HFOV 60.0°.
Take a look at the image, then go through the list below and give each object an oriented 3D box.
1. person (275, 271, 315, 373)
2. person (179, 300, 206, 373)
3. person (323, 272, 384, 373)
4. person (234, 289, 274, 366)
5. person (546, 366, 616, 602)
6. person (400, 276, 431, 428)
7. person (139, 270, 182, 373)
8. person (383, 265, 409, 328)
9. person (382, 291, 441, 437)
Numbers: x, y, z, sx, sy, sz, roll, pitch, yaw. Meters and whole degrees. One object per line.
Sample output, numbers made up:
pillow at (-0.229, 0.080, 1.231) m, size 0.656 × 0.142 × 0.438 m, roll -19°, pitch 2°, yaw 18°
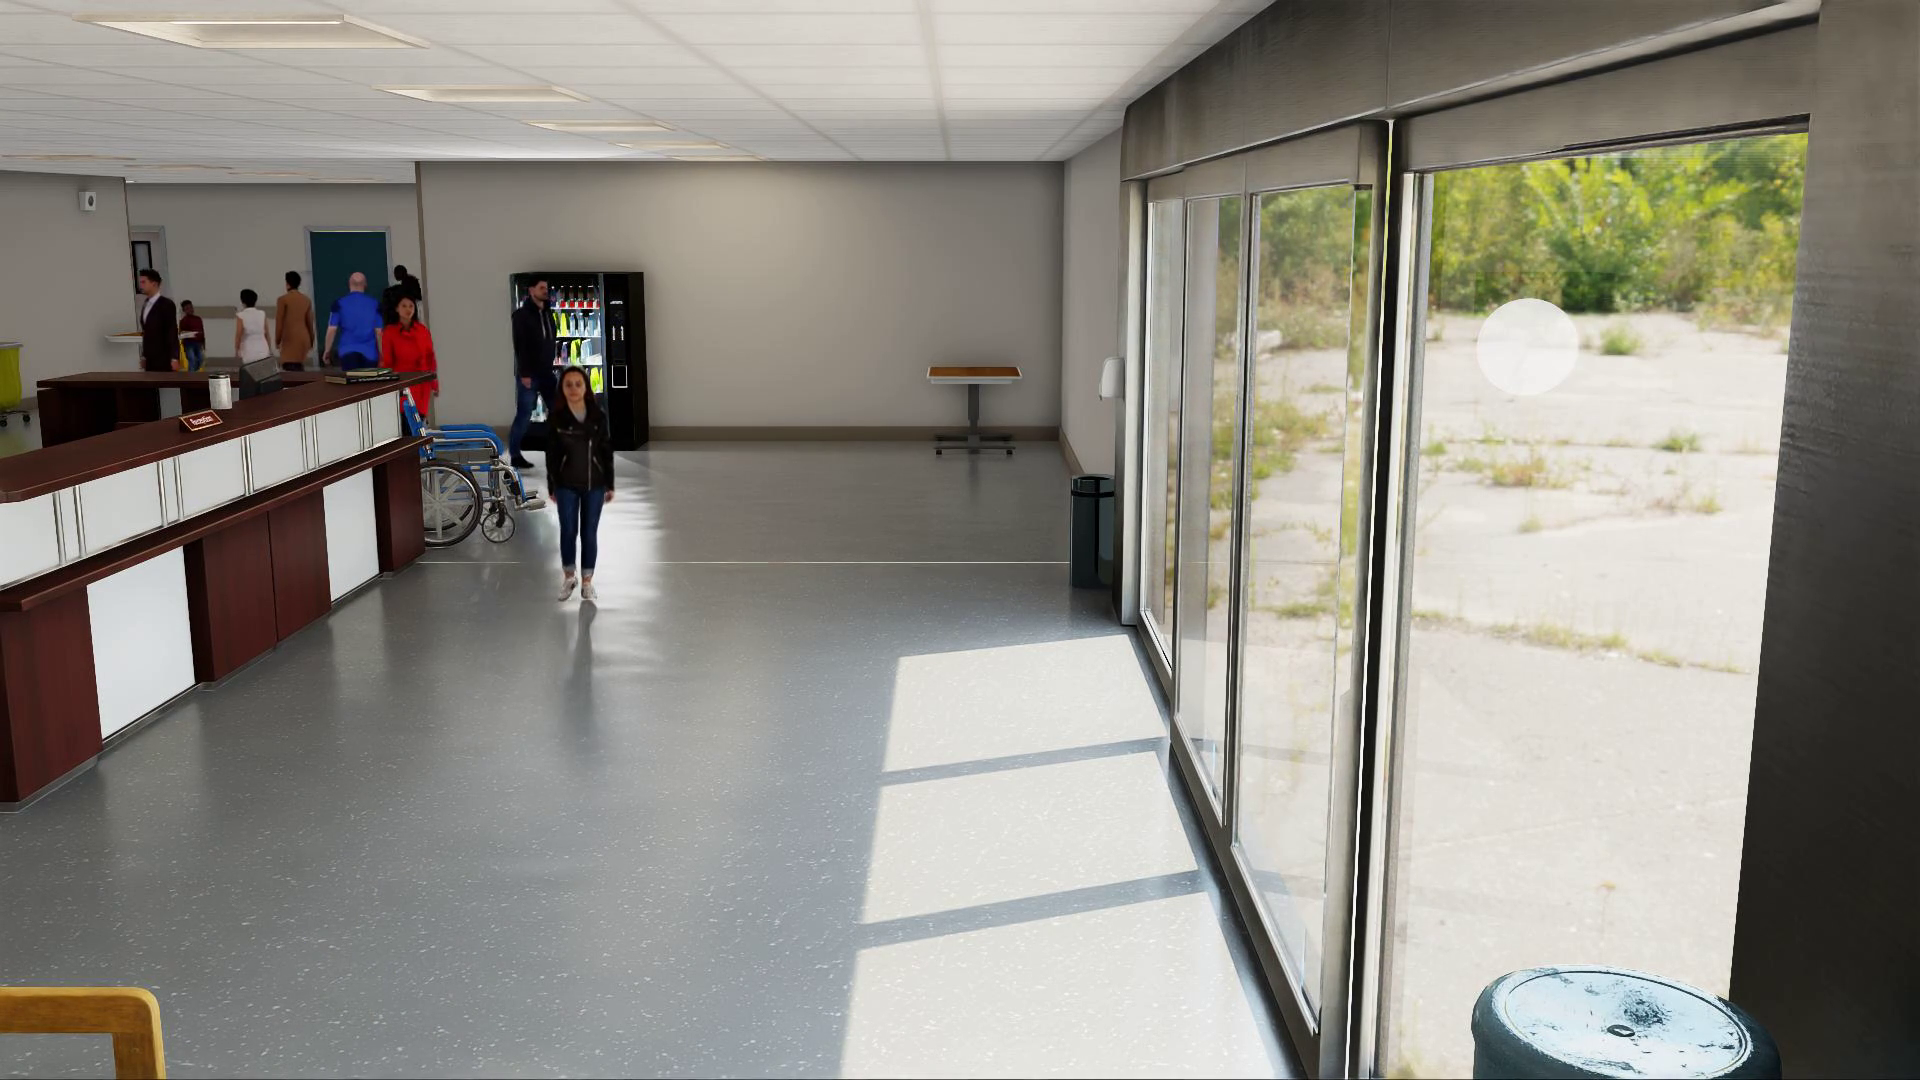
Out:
person at (-8.488, -2.572, 21.348) m, size 1.049 × 1.702 × 0.944 m, roll 7°, pitch 13°, yaw 34°
person at (-11.204, -2.858, 24.202) m, size 0.754 × 1.243 × 0.678 m, roll 7°, pitch 13°, yaw 32°
person at (-6.485, -1.951, 17.976) m, size 1.269 × 1.781 × 1.199 m, roll -6°, pitch 12°, yaw -30°
person at (-8.677, -2.312, 20.534) m, size 0.790 × 1.538 × 0.852 m, roll -11°, pitch 15°, yaw -44°
person at (-2.376, -0.357, 10.402) m, size 0.574 × 1.473 × 0.691 m, roll -4°, pitch 11°, yaw -19°
person at (-6.342, -2.156, 19.186) m, size 0.789 × 1.734 × 0.798 m, roll 4°, pitch 11°, yaw 18°
person at (-8.508, -1.962, 17.848) m, size 0.873 × 1.851 × 0.935 m, roll 9°, pitch 14°, yaw 39°
person at (-7.204, -2.652, 21.564) m, size 0.477 × 1.822 × 0.708 m, roll 0°, pitch 11°, yaw -1°
person at (-4.964, -1.348, 14.915) m, size 0.712 × 1.738 × 0.778 m, roll -9°, pitch 14°, yaw -41°
